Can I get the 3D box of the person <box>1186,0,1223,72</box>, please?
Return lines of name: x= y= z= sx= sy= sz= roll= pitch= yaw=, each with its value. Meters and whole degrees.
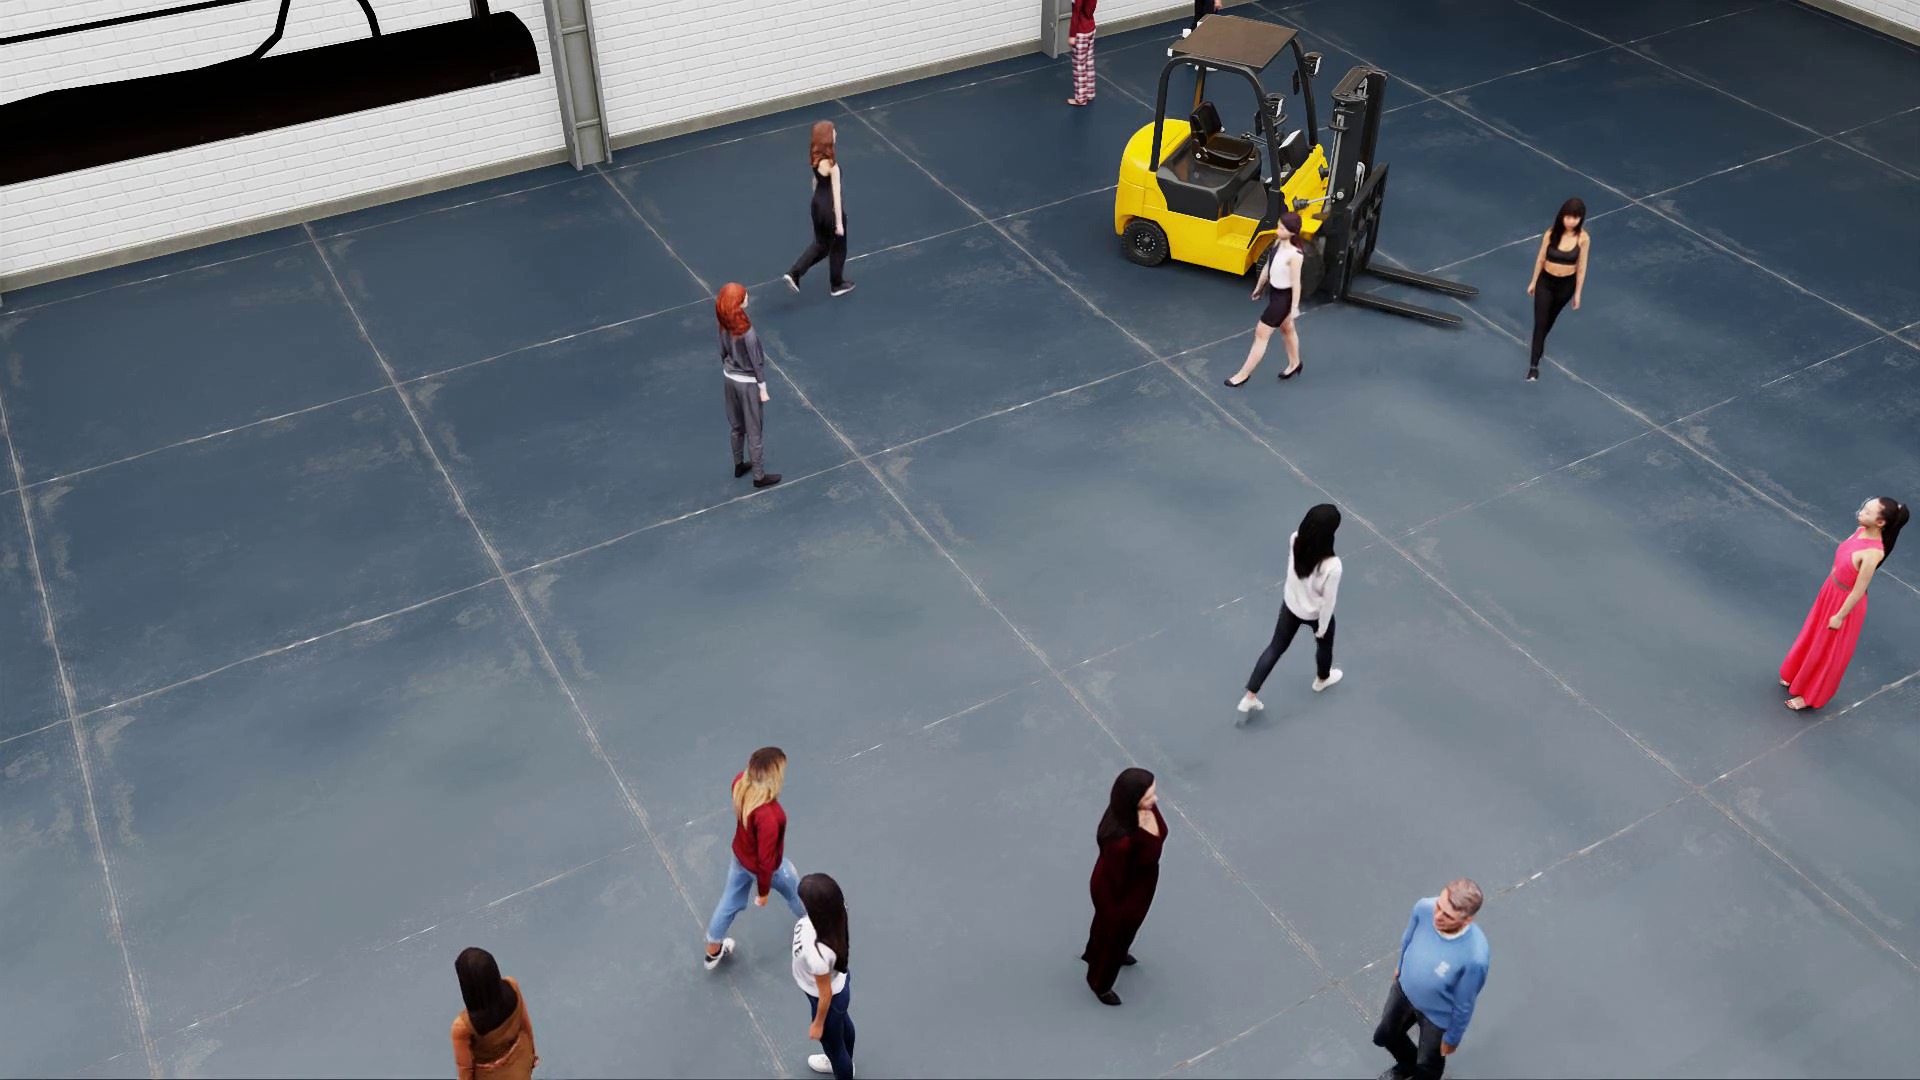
person: x=2.862 y=-6.401 z=19.298 sx=0.588 sy=1.851 sz=0.694 roll=-15 pitch=41 yaw=-18

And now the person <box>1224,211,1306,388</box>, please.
person: x=2.782 y=-2.021 z=14.003 sx=1.048 sy=1.616 sz=0.748 roll=-8 pitch=39 yaw=-10

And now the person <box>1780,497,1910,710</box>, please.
person: x=5.760 y=0.411 z=10.869 sx=0.766 sy=1.727 sz=0.708 roll=9 pitch=39 yaw=11

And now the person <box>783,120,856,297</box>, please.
person: x=-1.287 y=-2.952 z=15.075 sx=0.952 sy=1.733 sz=0.641 roll=-24 pitch=44 yaw=-27

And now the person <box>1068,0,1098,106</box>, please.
person: x=1.382 y=-5.702 z=18.544 sx=0.737 sy=1.701 sz=0.626 roll=17 pitch=42 yaw=21

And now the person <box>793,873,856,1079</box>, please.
person: x=-0.659 y=2.296 z=8.469 sx=0.681 sy=1.775 sz=0.668 roll=1 pitch=39 yaw=1

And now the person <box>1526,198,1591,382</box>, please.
person: x=5.110 y=-2.205 z=14.243 sx=1.022 sy=1.603 sz=1.097 roll=10 pitch=40 yaw=12

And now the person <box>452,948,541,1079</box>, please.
person: x=-2.174 y=2.639 z=8.130 sx=0.965 sy=1.662 sz=1.013 roll=18 pitch=42 yaw=21

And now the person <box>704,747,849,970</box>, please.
person: x=-1.171 y=1.809 z=9.230 sx=1.141 sy=1.586 sz=0.728 roll=-27 pitch=46 yaw=-29

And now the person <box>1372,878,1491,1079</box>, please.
person: x=2.463 y=2.291 z=8.453 sx=0.590 sy=1.805 sz=0.679 roll=-21 pitch=43 yaw=-24

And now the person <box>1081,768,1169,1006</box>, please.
person: x=0.882 y=1.852 z=9.041 sx=0.841 sy=1.756 sz=0.771 roll=12 pitch=40 yaw=15

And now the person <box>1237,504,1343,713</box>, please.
person: x=2.184 y=0.473 z=10.841 sx=1.146 sy=1.663 sz=0.739 roll=-28 pitch=46 yaw=-30

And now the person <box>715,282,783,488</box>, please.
person: x=-1.670 y=-1.201 z=12.844 sx=0.634 sy=1.779 sz=0.594 roll=31 pitch=48 yaw=33
